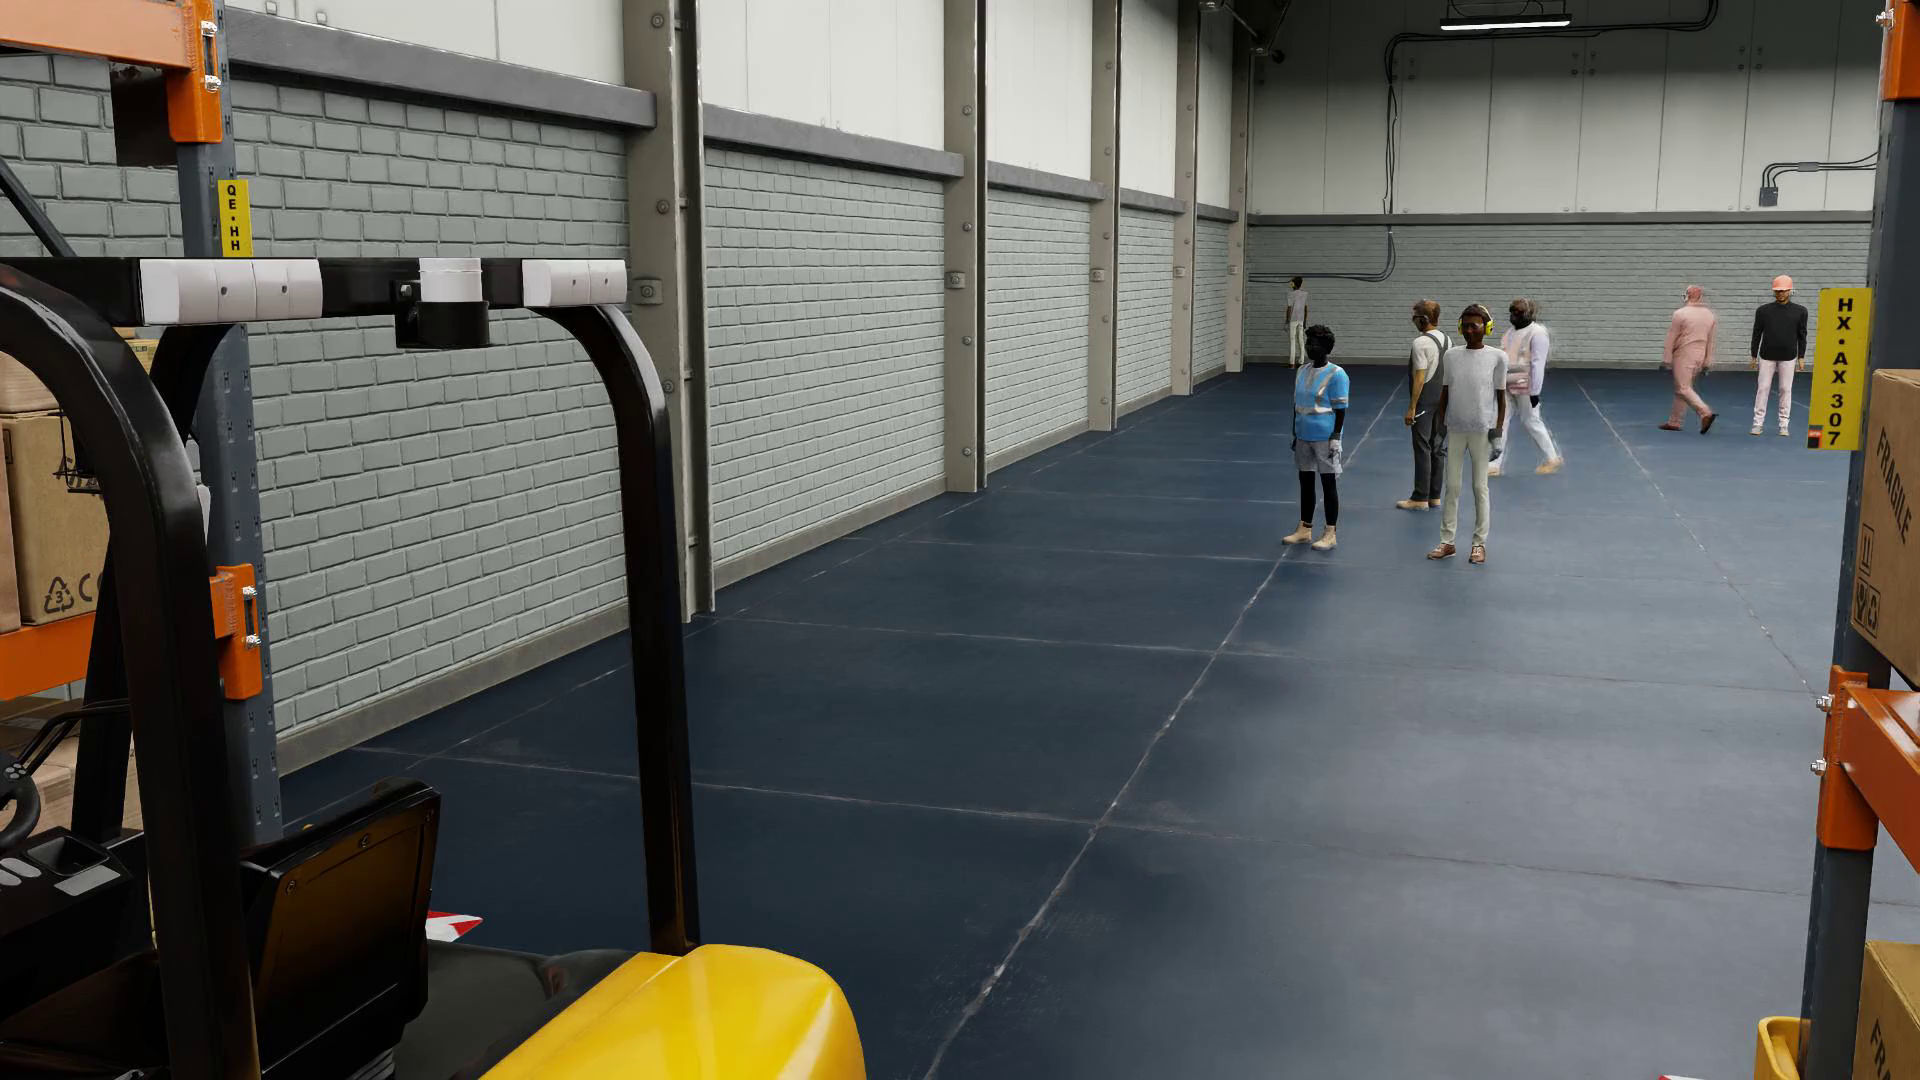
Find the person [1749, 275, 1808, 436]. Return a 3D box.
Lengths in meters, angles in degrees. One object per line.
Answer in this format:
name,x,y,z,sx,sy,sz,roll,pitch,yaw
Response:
person,10.173,-2.286,20.691,0.622,1.992,0.396,5,11,28

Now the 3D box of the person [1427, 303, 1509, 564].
person,3.674,-0.767,12.017,0.509,1.872,0.329,7,12,35

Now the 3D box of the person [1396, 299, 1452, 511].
person,4.064,-1.175,14.527,0.507,1.844,0.345,-9,13,-44

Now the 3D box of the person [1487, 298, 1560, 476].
person,5.698,-1.538,16.806,0.910,1.808,0.632,-3,10,-20

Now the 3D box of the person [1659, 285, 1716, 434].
person,9.258,-2.280,21.028,0.646,1.873,0.854,-5,11,-27

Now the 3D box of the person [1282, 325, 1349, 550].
person,2.700,-0.776,12.584,0.318,1.697,0.536,-6,11,-32

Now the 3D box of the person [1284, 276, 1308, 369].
person,6.796,-4.402,33.663,0.510,1.872,0.328,-4,10,-22
